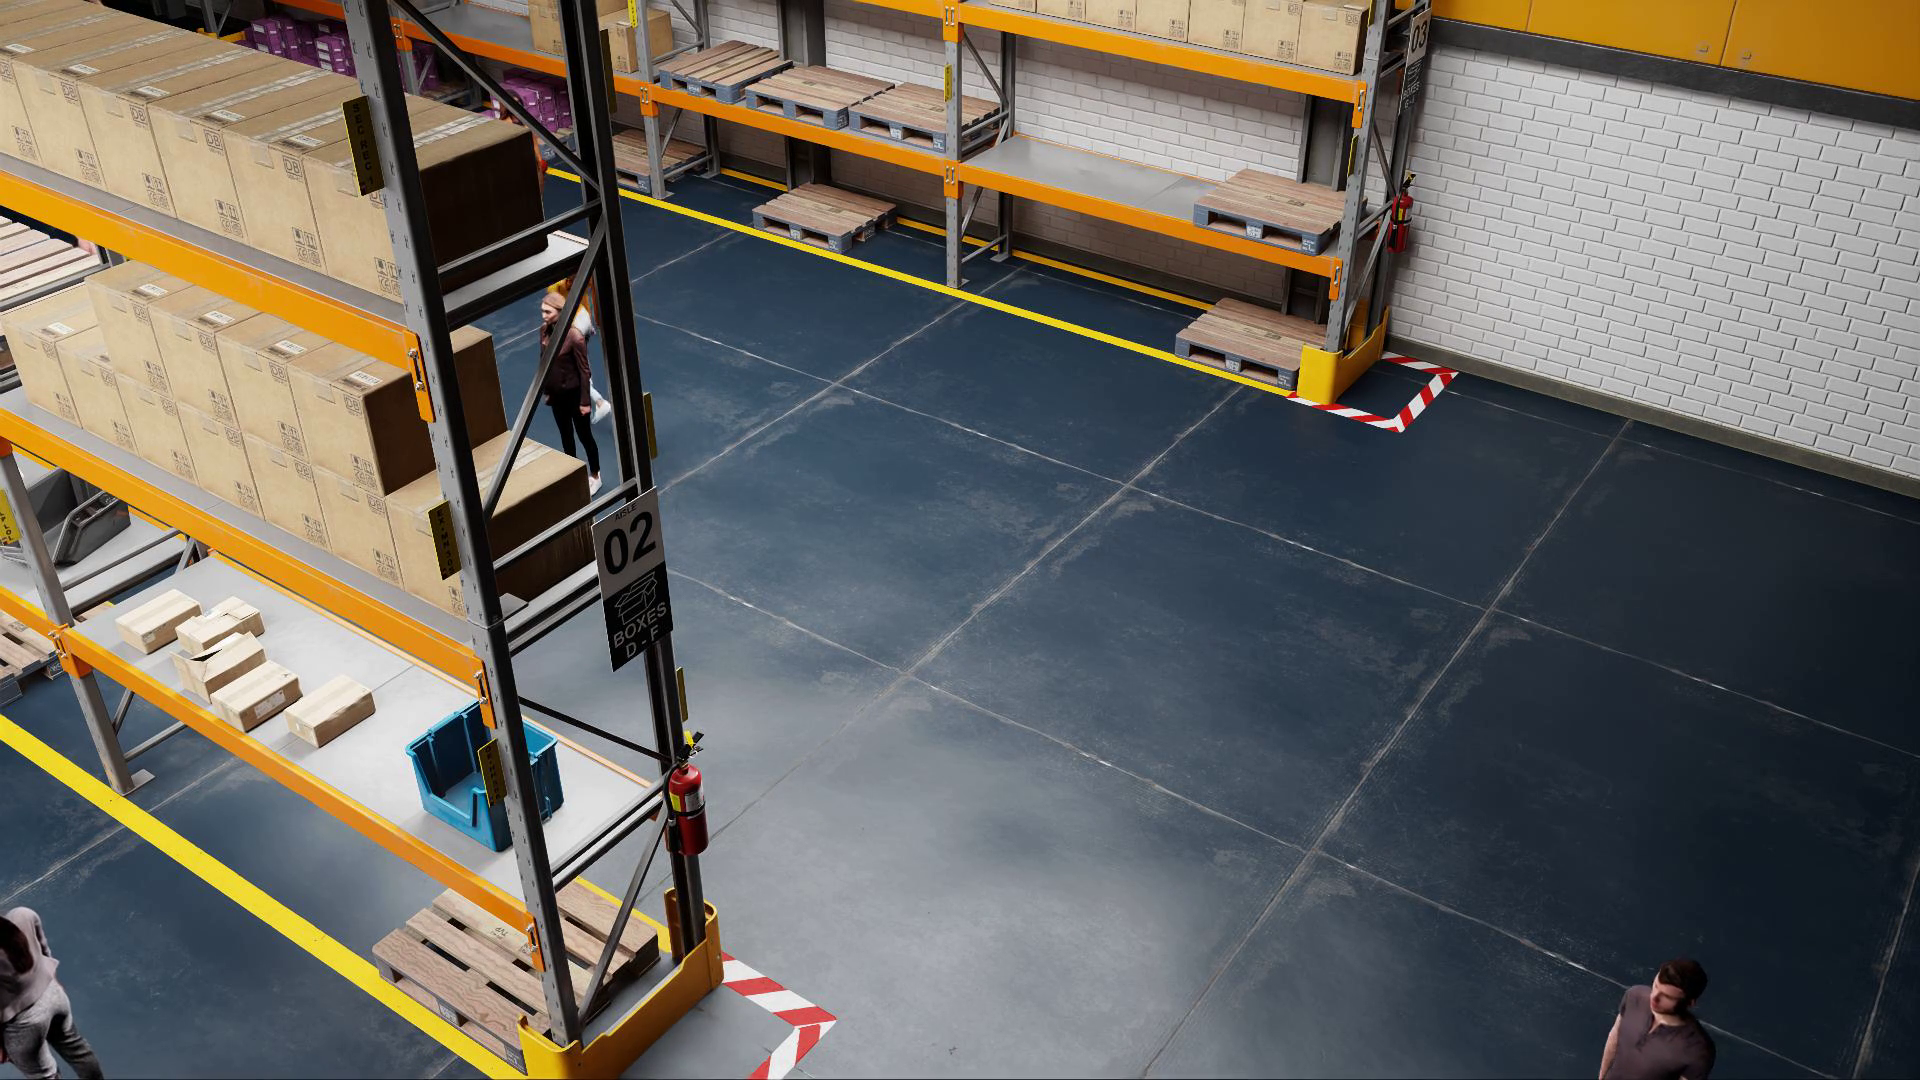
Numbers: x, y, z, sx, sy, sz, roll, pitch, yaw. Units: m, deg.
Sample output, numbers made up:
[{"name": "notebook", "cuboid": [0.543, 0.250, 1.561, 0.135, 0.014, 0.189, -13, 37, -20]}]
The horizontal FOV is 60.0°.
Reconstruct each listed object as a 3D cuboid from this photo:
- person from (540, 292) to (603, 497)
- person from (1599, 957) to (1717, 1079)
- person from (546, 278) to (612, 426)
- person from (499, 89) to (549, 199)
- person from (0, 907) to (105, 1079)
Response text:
[{"name": "person", "cuboid": [-3.029, -1.141, 12.901, 0.466, 1.704, 0.682, 17, 37, 24]}, {"name": "person", "cuboid": [3.058, 2.484, 7.323, 0.807, 1.842, 0.694, -17, 37, -23]}, {"name": "person", "cuboid": [-3.118, -1.680, 13.680, 0.801, 1.740, 0.625, 20, 39, 28]}, {"name": "person", "cuboid": [-4.385, -3.667, 16.687, 0.636, 1.720, 0.727, 28, 43, 35]}, {"name": "person", "cuboid": [-4.373, 2.244, 7.833, 0.694, 1.677, 0.695, 7, 34, 11]}]
